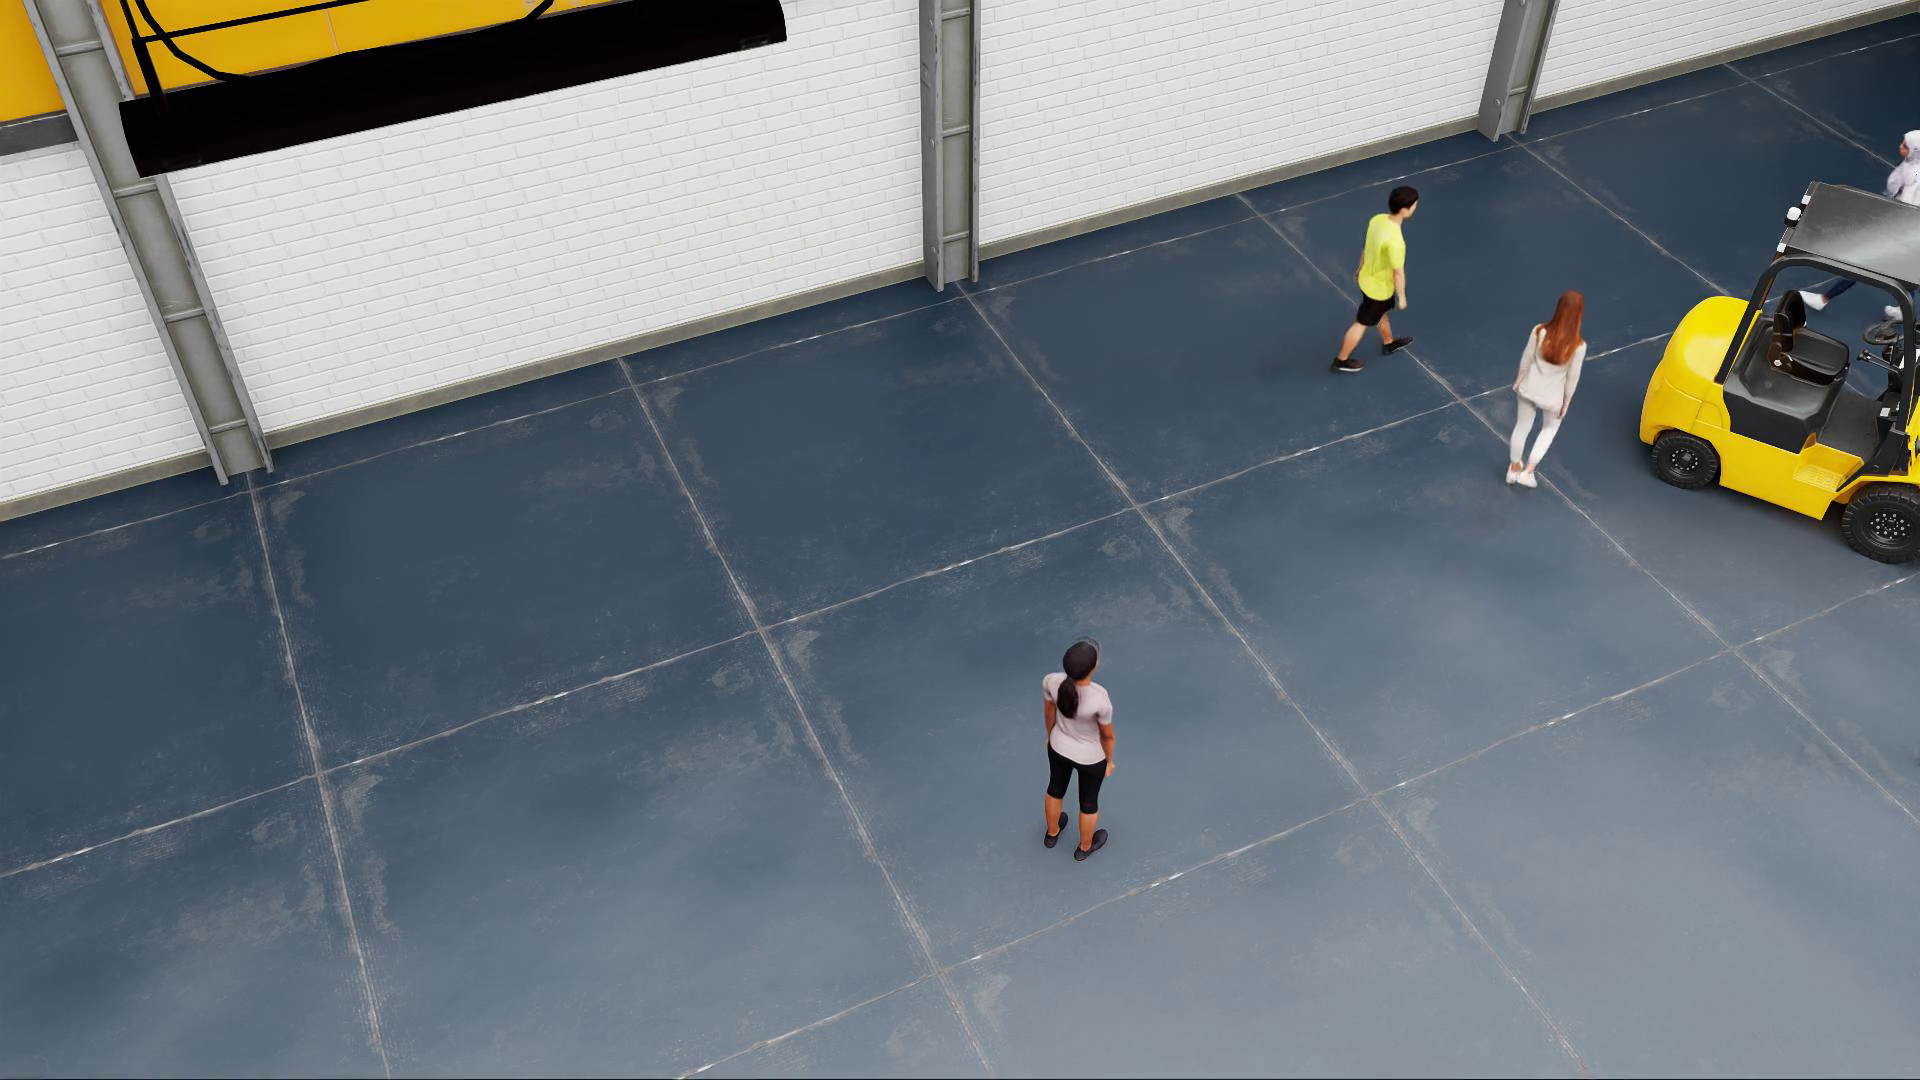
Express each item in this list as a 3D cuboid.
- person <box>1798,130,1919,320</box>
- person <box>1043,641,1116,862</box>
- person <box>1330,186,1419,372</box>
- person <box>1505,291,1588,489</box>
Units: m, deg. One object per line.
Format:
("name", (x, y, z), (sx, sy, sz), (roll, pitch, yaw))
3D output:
("person", (7.723, -2.496, 13.600), (1.172, 1.721, 1.203), (26, 49, 24))
("person", (0.677, 1.227, 9.673), (0.693, 1.748, 0.716), (23, 48, 22))
("person", (3.221, -2.024, 13.135), (1.049, 1.679, 0.835), (-6, 44, -7))
("person", (4.206, -1.029, 12.079), (0.738, 1.695, 0.793), (23, 48, 23))
